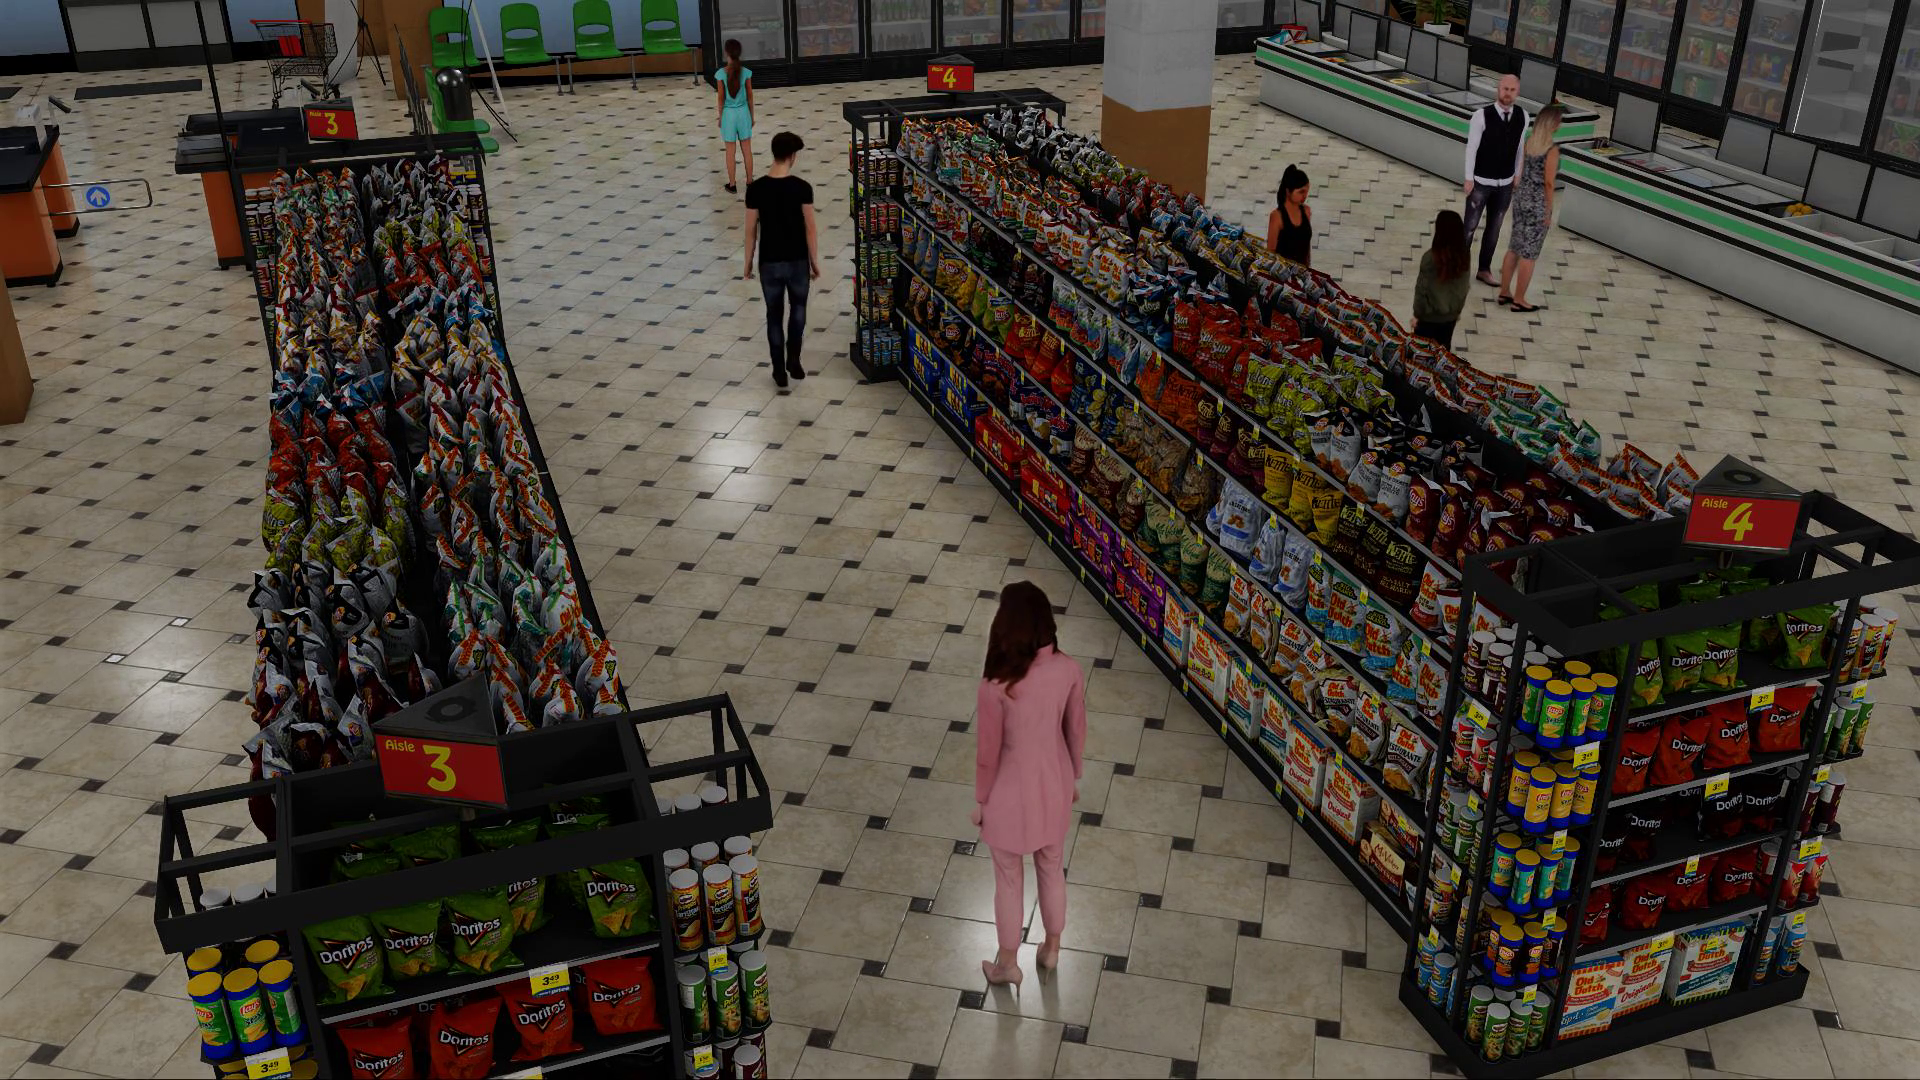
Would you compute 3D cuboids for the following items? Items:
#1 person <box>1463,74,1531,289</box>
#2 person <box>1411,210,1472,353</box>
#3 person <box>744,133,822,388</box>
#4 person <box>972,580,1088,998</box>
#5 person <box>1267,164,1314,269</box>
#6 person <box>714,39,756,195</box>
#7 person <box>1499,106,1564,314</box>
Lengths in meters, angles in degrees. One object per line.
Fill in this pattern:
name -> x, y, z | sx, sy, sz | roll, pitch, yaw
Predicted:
person -> 4.581, -3.093, 14.338 | 0.718, 1.823, 0.646 | -5, 27, -11
person -> 3.388, -1.597, 11.773 | 0.576, 1.474, 0.499 | -11, 29, -20
person -> -1.275, -1.986, 12.094 | 0.831, 1.877, 0.857 | -2, 27, -4
person -> 0.259, 0.974, 6.346 | 0.614, 1.798, 0.520 | -11, 29, -20
person -> 2.354, -1.977, 12.315 | 0.788, 1.662, 0.938 | -23, 35, -38
person -> -2.316, -4.375, 17.158 | 0.554, 1.558, 0.544 | -8, 28, -14
person -> 4.721, -2.740, 13.778 | 0.604, 1.699, 0.425 | -9, 28, -17
